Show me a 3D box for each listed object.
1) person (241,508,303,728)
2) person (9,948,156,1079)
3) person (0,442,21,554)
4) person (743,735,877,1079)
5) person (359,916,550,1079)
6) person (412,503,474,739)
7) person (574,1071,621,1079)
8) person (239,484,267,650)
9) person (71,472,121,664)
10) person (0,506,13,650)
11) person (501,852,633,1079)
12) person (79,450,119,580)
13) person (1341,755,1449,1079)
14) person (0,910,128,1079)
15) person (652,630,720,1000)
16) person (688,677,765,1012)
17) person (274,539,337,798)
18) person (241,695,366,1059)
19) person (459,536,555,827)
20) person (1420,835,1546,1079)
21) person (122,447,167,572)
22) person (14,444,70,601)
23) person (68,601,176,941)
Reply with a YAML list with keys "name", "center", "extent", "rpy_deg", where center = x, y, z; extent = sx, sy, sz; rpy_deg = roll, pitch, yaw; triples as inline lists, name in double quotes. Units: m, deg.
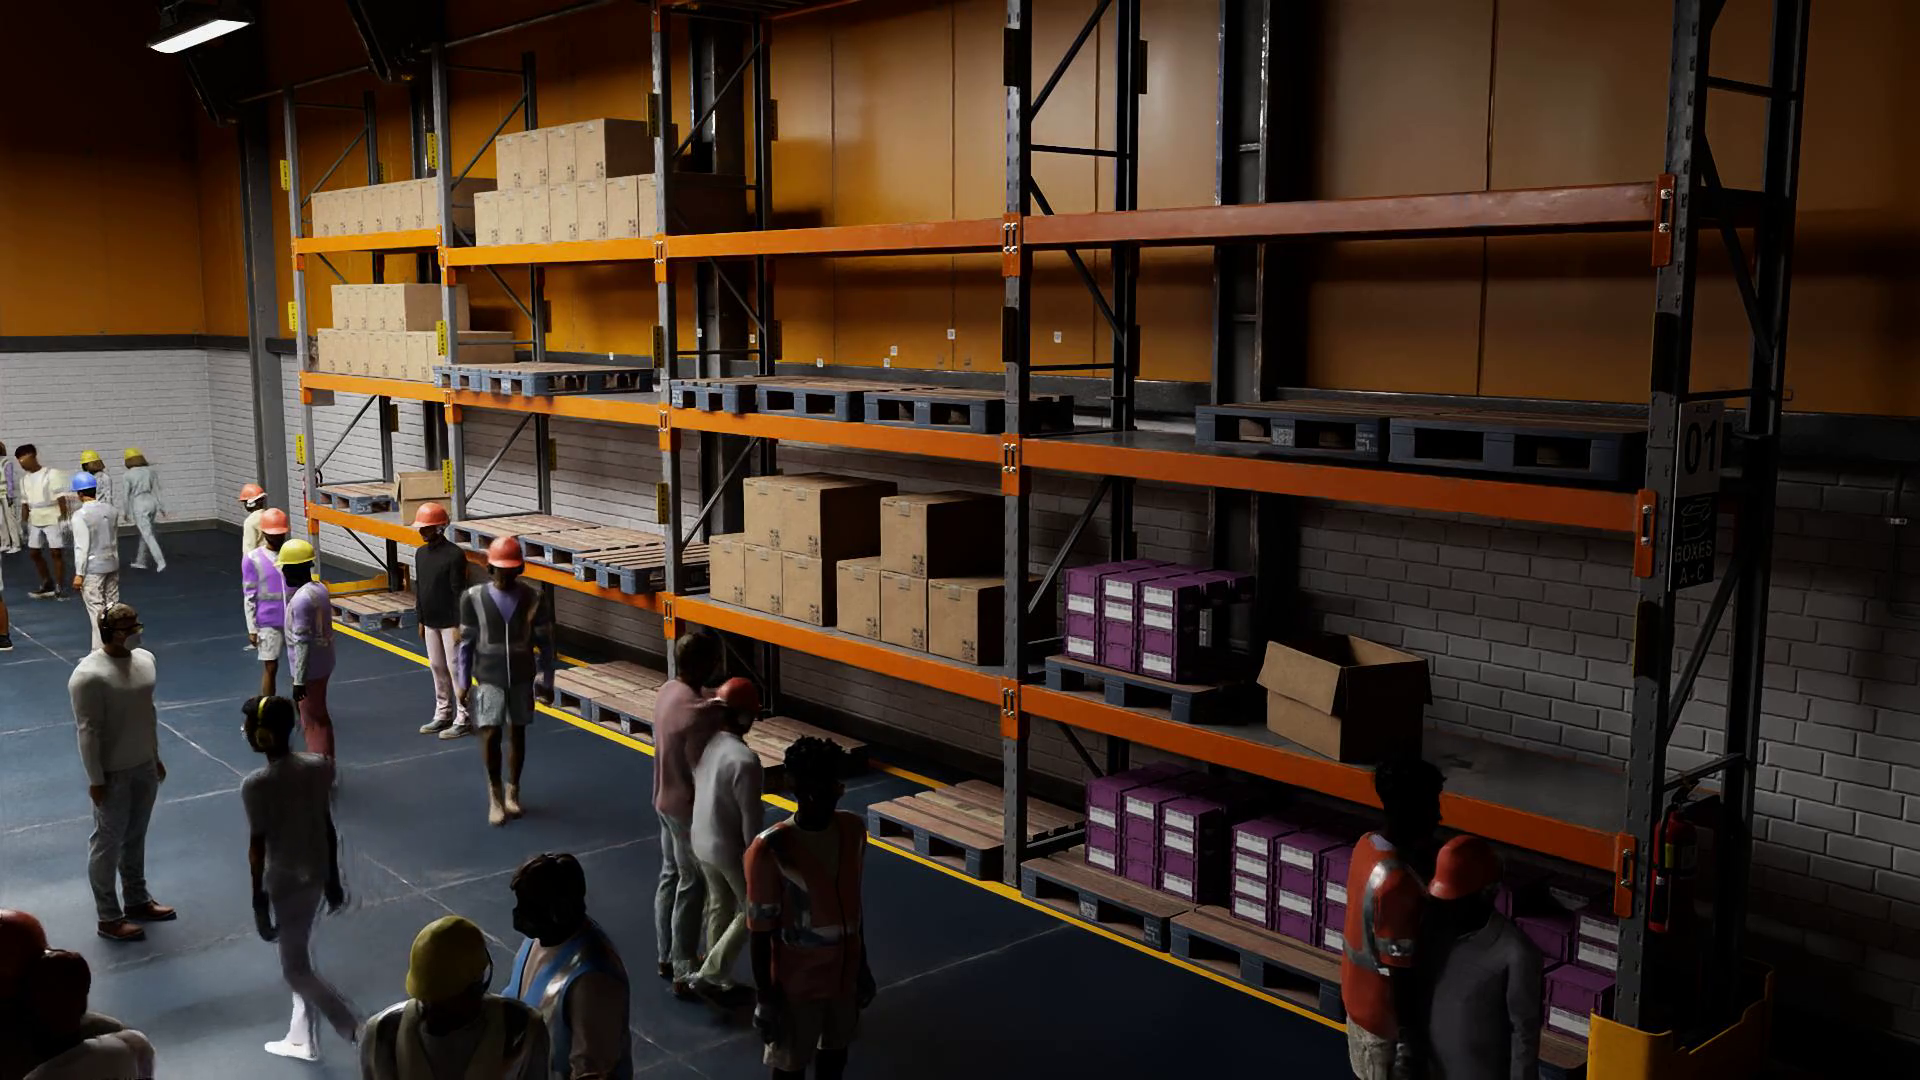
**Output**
- name: "person"
  center: [-5.734, 0.682, 14.031]
  extent: [0.548, 1.923, 0.390]
  rpy_deg: [-7, 11, -39]
- name: "person"
  center: [-2.469, 2.049, 4.658]
  extent: [0.356, 1.878, 0.602]
  rpy_deg: [2, 8, 13]
- name: "person"
  center: [-13.847, -0.616, 24.050]
  extent: [0.517, 1.632, 0.315]
  rpy_deg: [4, 9, 26]
- name: "person"
  center: [-0.575, 1.727, 6.598]
  extent: [0.361, 1.964, 0.618]
  rpy_deg: [7, 11, 41]
- name: "person"
  center: [-1.536, 2.017, 5.078]
  extent: [0.586, 1.823, 0.403]
  rpy_deg: [-2, 8, -12]
- name: "person"
  center: [-4.346, 0.672, 13.892]
  extent: [0.607, 1.987, 0.411]
  rpy_deg: [6, 10, 34]
- name: "person"
  center: [-0.928, 2.205, 4.462]
  extent: [0.277, 1.627, 0.502]
  rpy_deg: [-2, 8, -13]
- name: "person"
  center: [-7.367, 0.277, 17.464]
  extent: [0.354, 1.737, 0.576]
  rpy_deg: [0, 8, 2]
- name: "person"
  center: [-8.685, 0.286, 16.706]
  extent: [0.402, 1.940, 0.602]
  rpy_deg: [1, 8, 8]
- name: "person"
  center: [-10.108, 0.218, 17.142]
  extent: [0.368, 1.958, 0.611]
  rpy_deg: [1, 8, 6]
- name: "person"
  center: [-1.329, 1.939, 5.607]
  extent: [0.431, 1.836, 0.619]
  rpy_deg: [-5, 10, -33]
- name: "person"
  center: [-11.199, -0.308, 21.567]
  extent: [0.492, 1.729, 0.324]
  rpy_deg: [3, 9, 20]
- name: "person"
  center: [1.639, 1.770, 6.329]
  extent: [0.372, 1.958, 0.661]
  rpy_deg: [0, 8, 0]
- name: "person"
  center: [-2.635, 1.992, 4.711]
  extent: [0.615, 1.984, 0.408]
  rpy_deg: [-3, 9, -22]
- name: "person"
  center: [-1.432, 1.433, 8.782]
  extent: [0.369, 1.932, 0.628]
  rpy_deg: [-4, 9, -26]
- name: "person"
  center: [-1.181, 1.565, 8.551]
  extent: [0.434, 1.722, 0.600]
  rpy_deg: [-7, 11, -39]
- name: "person"
  center: [-4.794, 0.946, 12.209]
  extent: [0.386, 1.918, 0.581]
  rpy_deg: [-2, 8, -10]
- name: "person"
  center: [-3.038, 1.630, 7.769]
  extent: [0.767, 1.842, 0.516]
  rpy_deg: [4, 9, 24]
- name: "person"
  center: [-3.138, 0.981, 11.570]
  extent: [0.653, 2.023, 0.658]
  rpy_deg: [-3, 9, -22]
- name: "person"
  center: [1.836, 1.913, 6.078]
  extent: [0.346, 1.741, 0.563]
  rpy_deg: [-5, 9, -30]
- name: "person"
  center: [-10.988, -0.411, 22.428]
  extent: [0.877, 1.687, 0.511]
  rpy_deg: [5, 9, 29]
- name: "person"
  center: [-11.152, -0.216, 20.288]
  extent: [0.708, 1.923, 0.384]
  rpy_deg: [2, 8, 15]
- name: "person"
  center: [-4.824, 1.309, 9.601]
  extent: [0.379, 1.940, 0.629]
  rpy_deg: [1, 8, 10]
